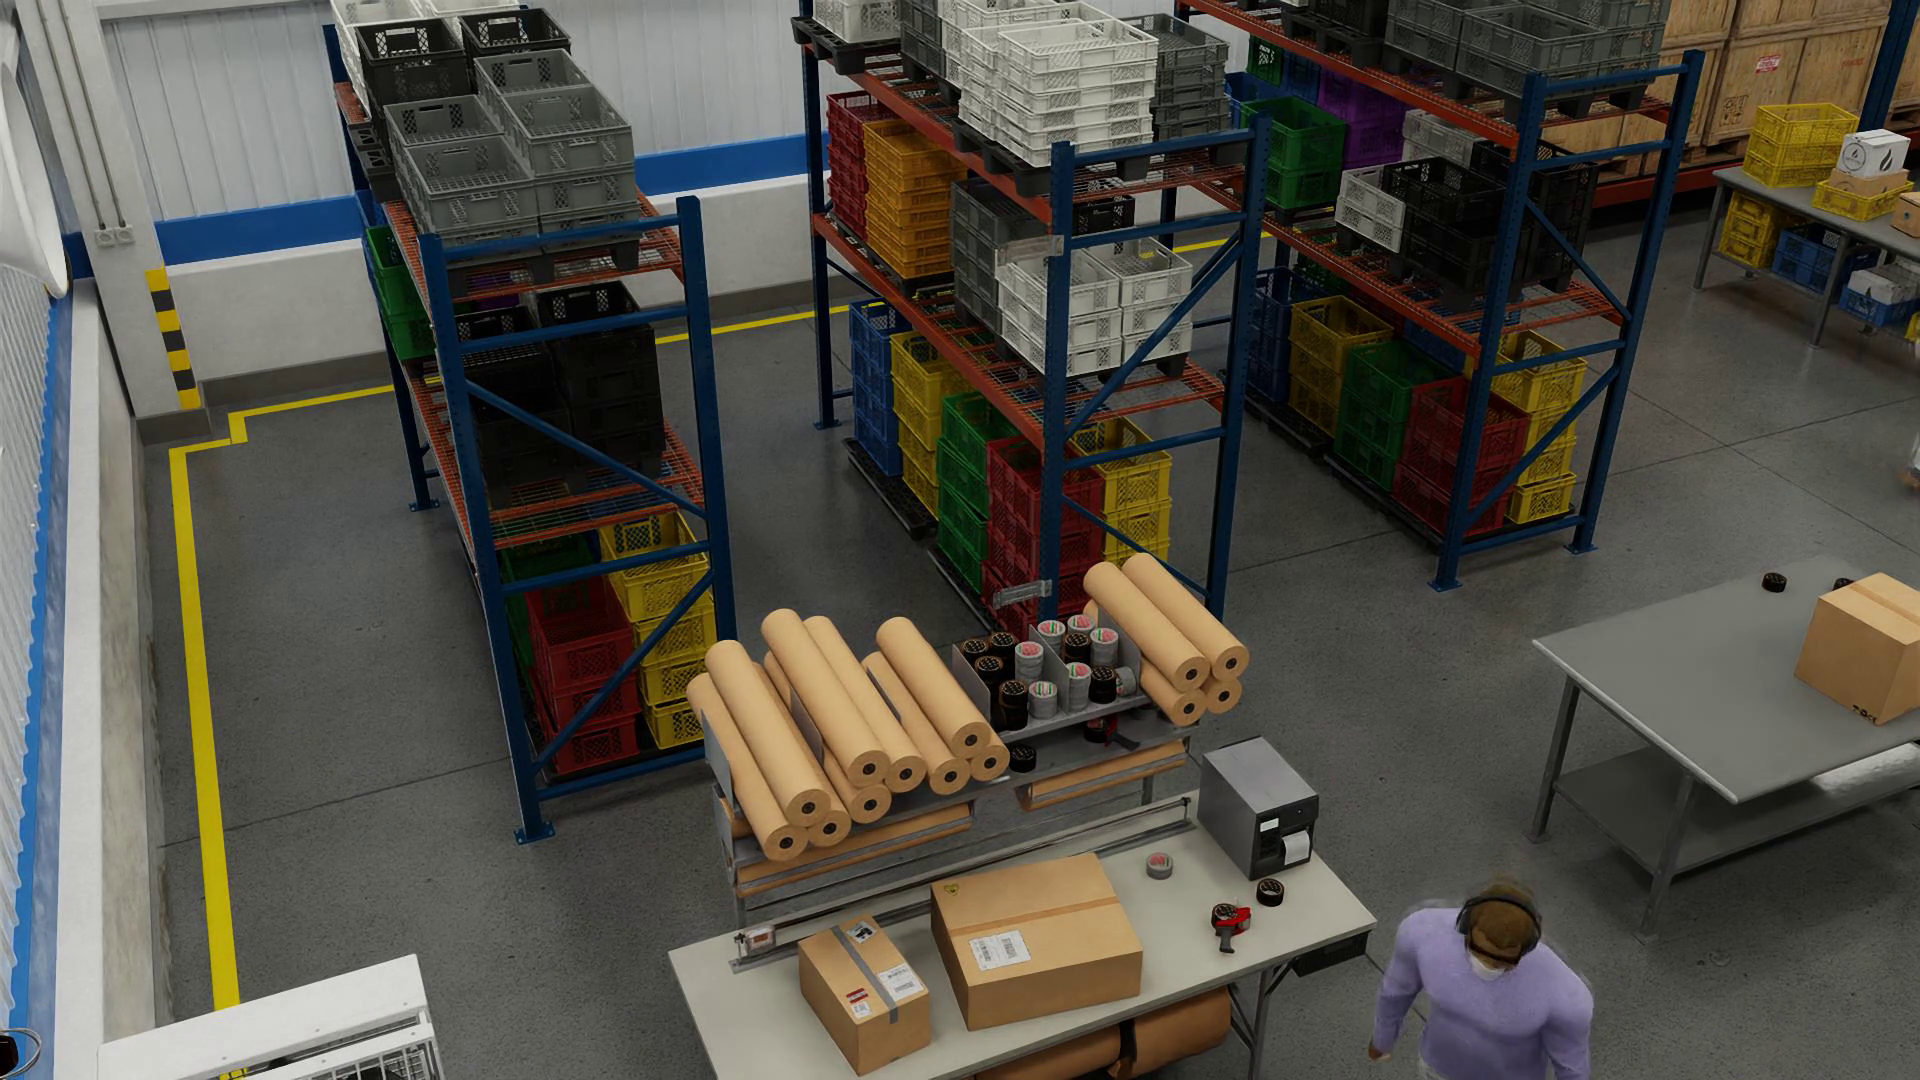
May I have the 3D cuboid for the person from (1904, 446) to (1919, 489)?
[{"bbox_3d":[6.237,-1.105,10.219,0.438,1.872,0.616,12,34,19],"label":"person"}]

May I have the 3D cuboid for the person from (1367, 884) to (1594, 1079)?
[{"bbox_3d":[1.695,1.778,5.561,0.691,1.863,1.099,25,40,34],"label":"person"}]
